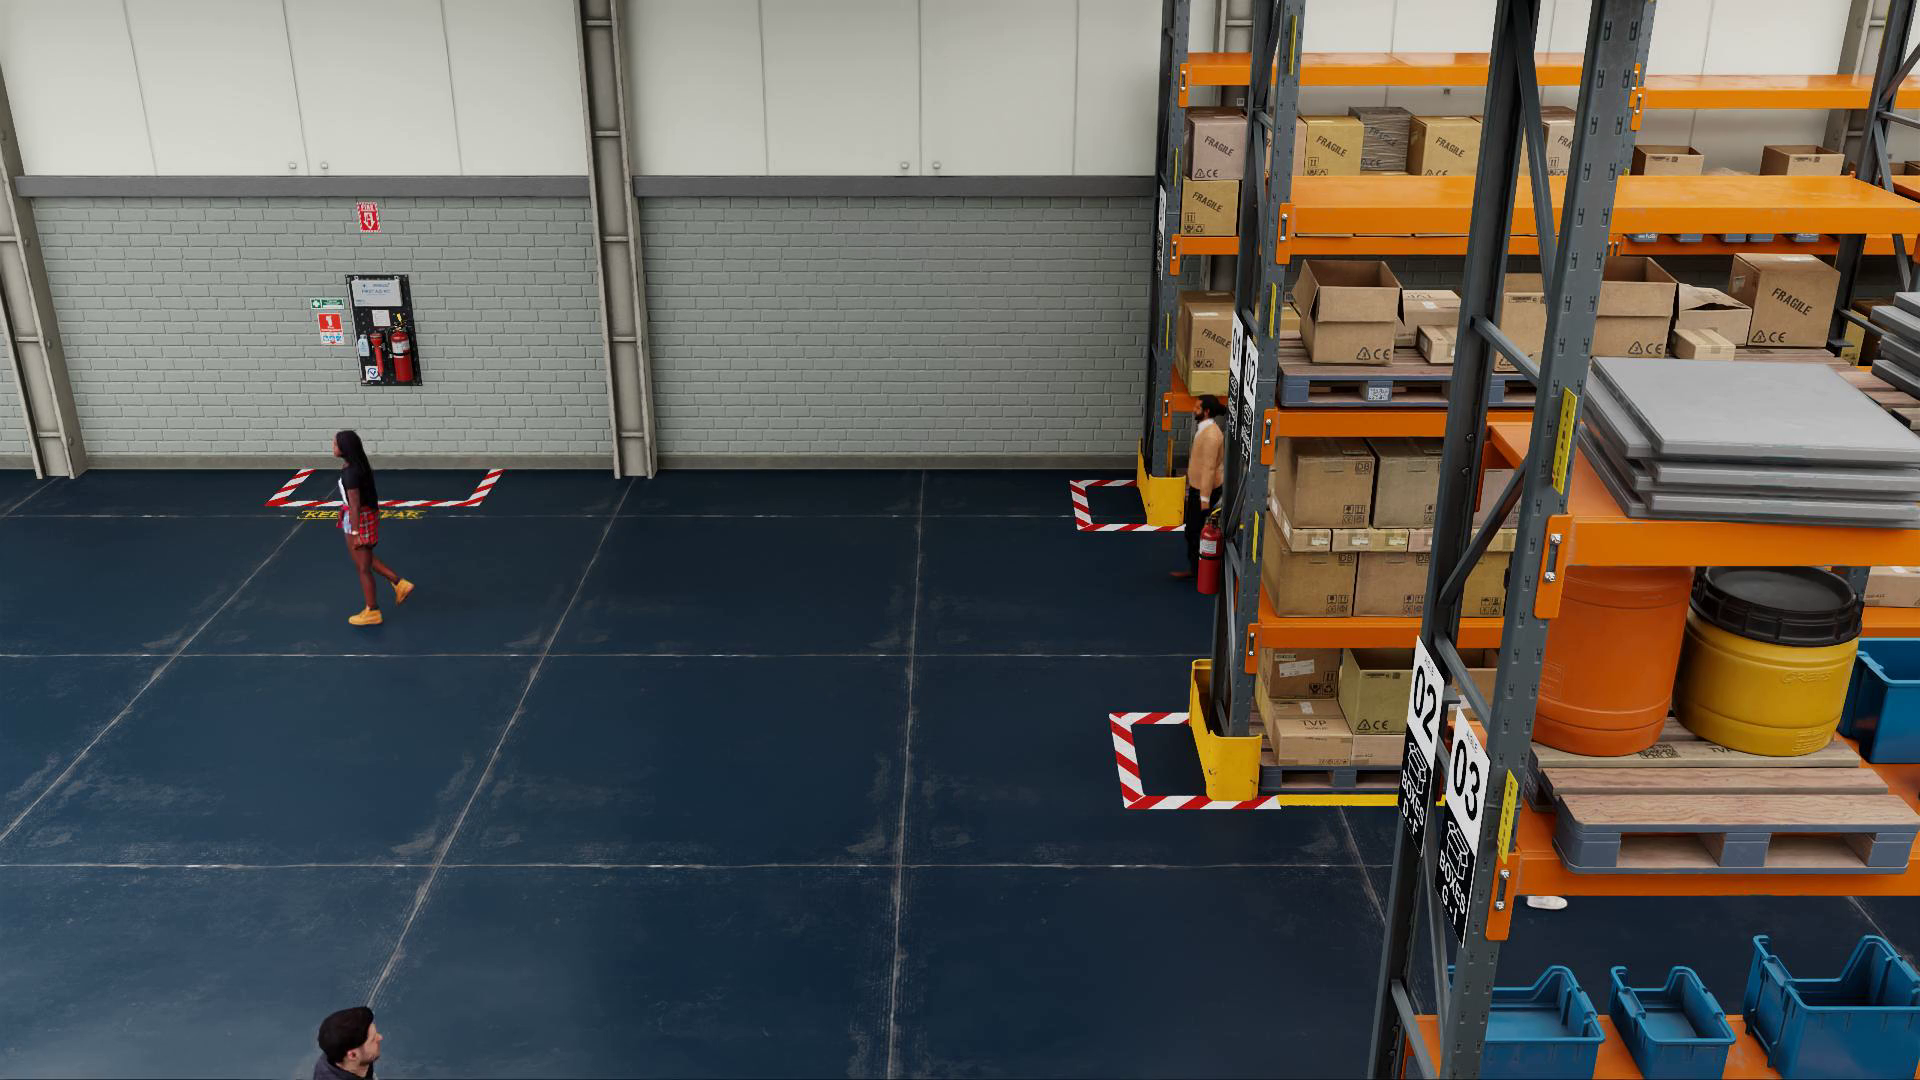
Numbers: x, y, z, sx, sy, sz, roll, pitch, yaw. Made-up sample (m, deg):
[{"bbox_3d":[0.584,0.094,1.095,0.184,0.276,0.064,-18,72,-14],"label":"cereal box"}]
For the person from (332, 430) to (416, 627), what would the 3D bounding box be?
[{"bbox_3d":[-4.872,-0.106,13.797,0.830,1.718,0.684,-4,23,-9],"label":"person"}]

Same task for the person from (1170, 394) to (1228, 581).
[{"bbox_3d":[2.201,-0.420,14.510,0.788,1.739,0.659,1,23,2],"label":"person"}]

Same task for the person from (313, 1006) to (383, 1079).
[{"bbox_3d":[-2.556,2.743,6.893,0.963,1.880,0.870,-10,25,-22],"label":"person"}]
